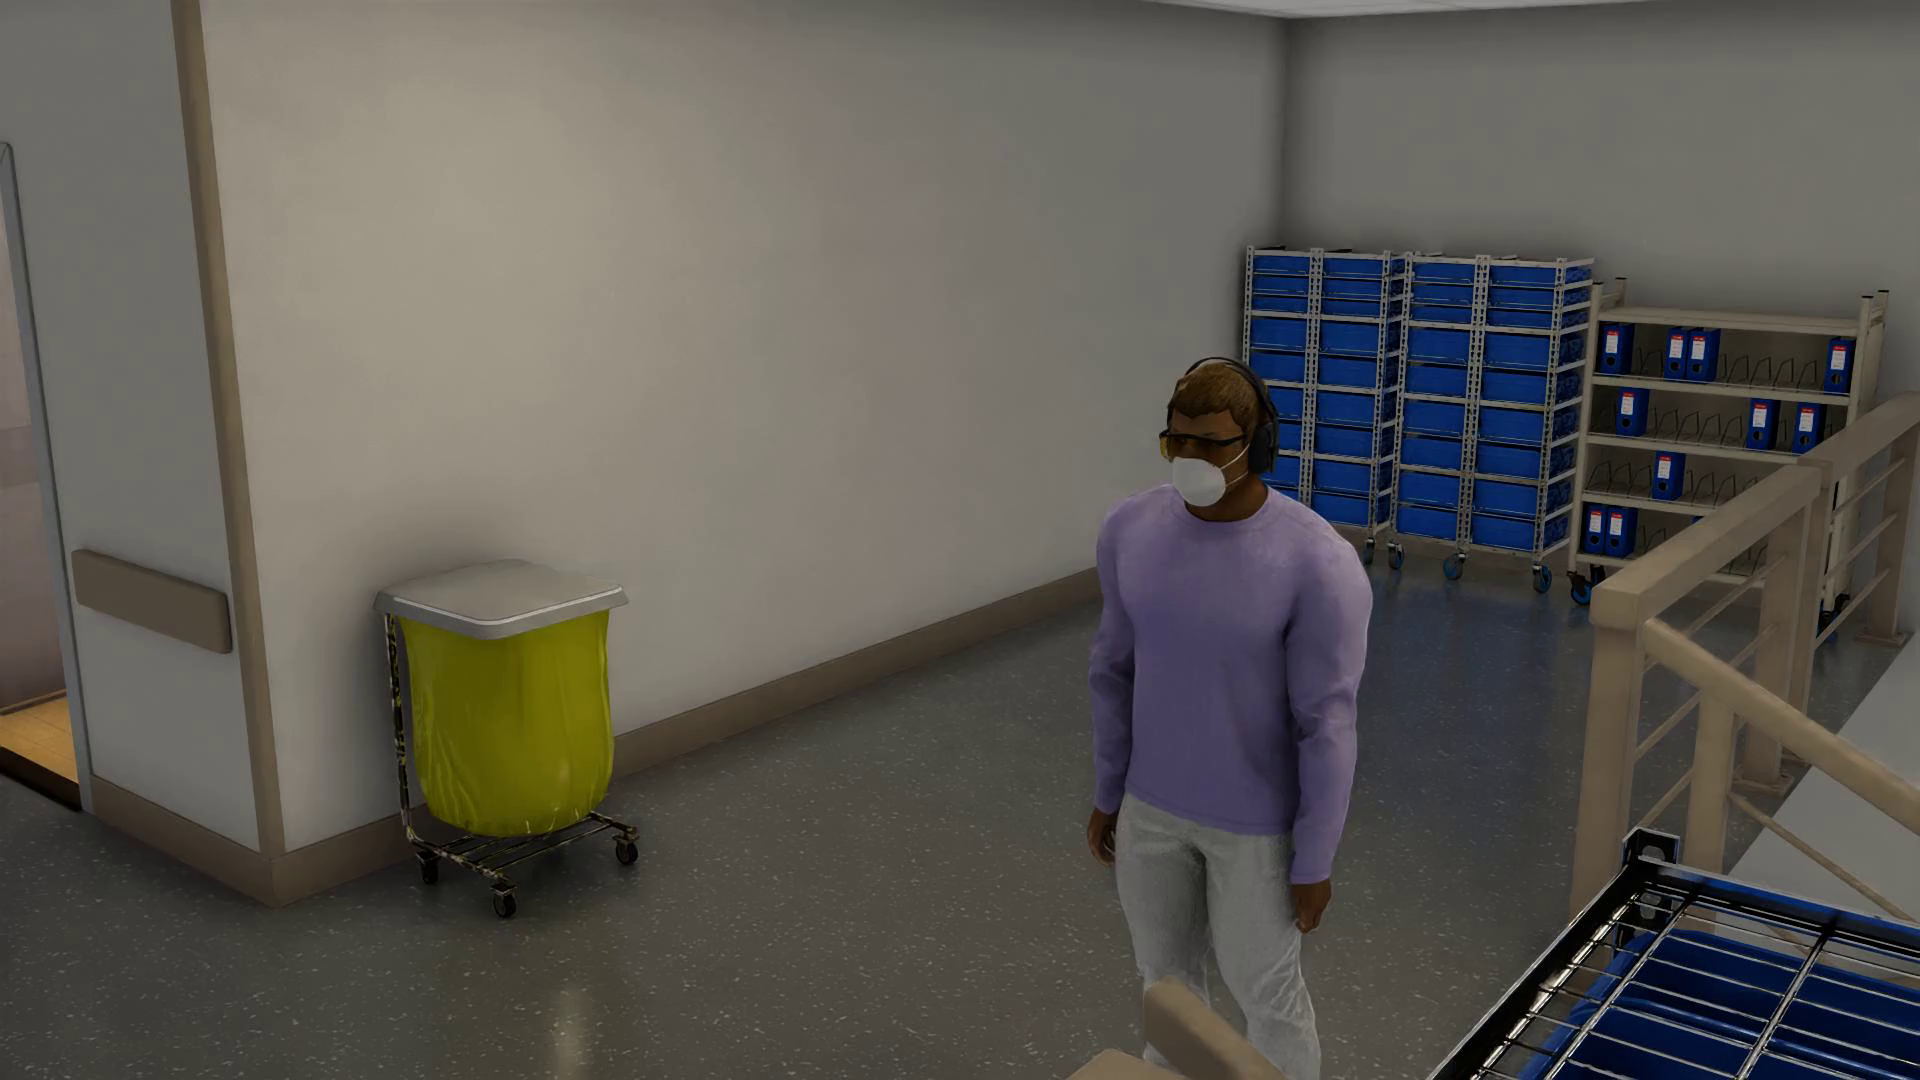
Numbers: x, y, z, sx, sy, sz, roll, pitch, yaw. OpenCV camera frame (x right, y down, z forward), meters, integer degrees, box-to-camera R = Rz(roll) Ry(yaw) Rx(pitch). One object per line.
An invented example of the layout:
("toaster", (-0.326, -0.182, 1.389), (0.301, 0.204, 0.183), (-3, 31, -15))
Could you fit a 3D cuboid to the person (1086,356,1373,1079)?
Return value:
("person", (0.534, 0.574, 3.482), (0.624, 1.932, 0.374), (13, 19, 43))
